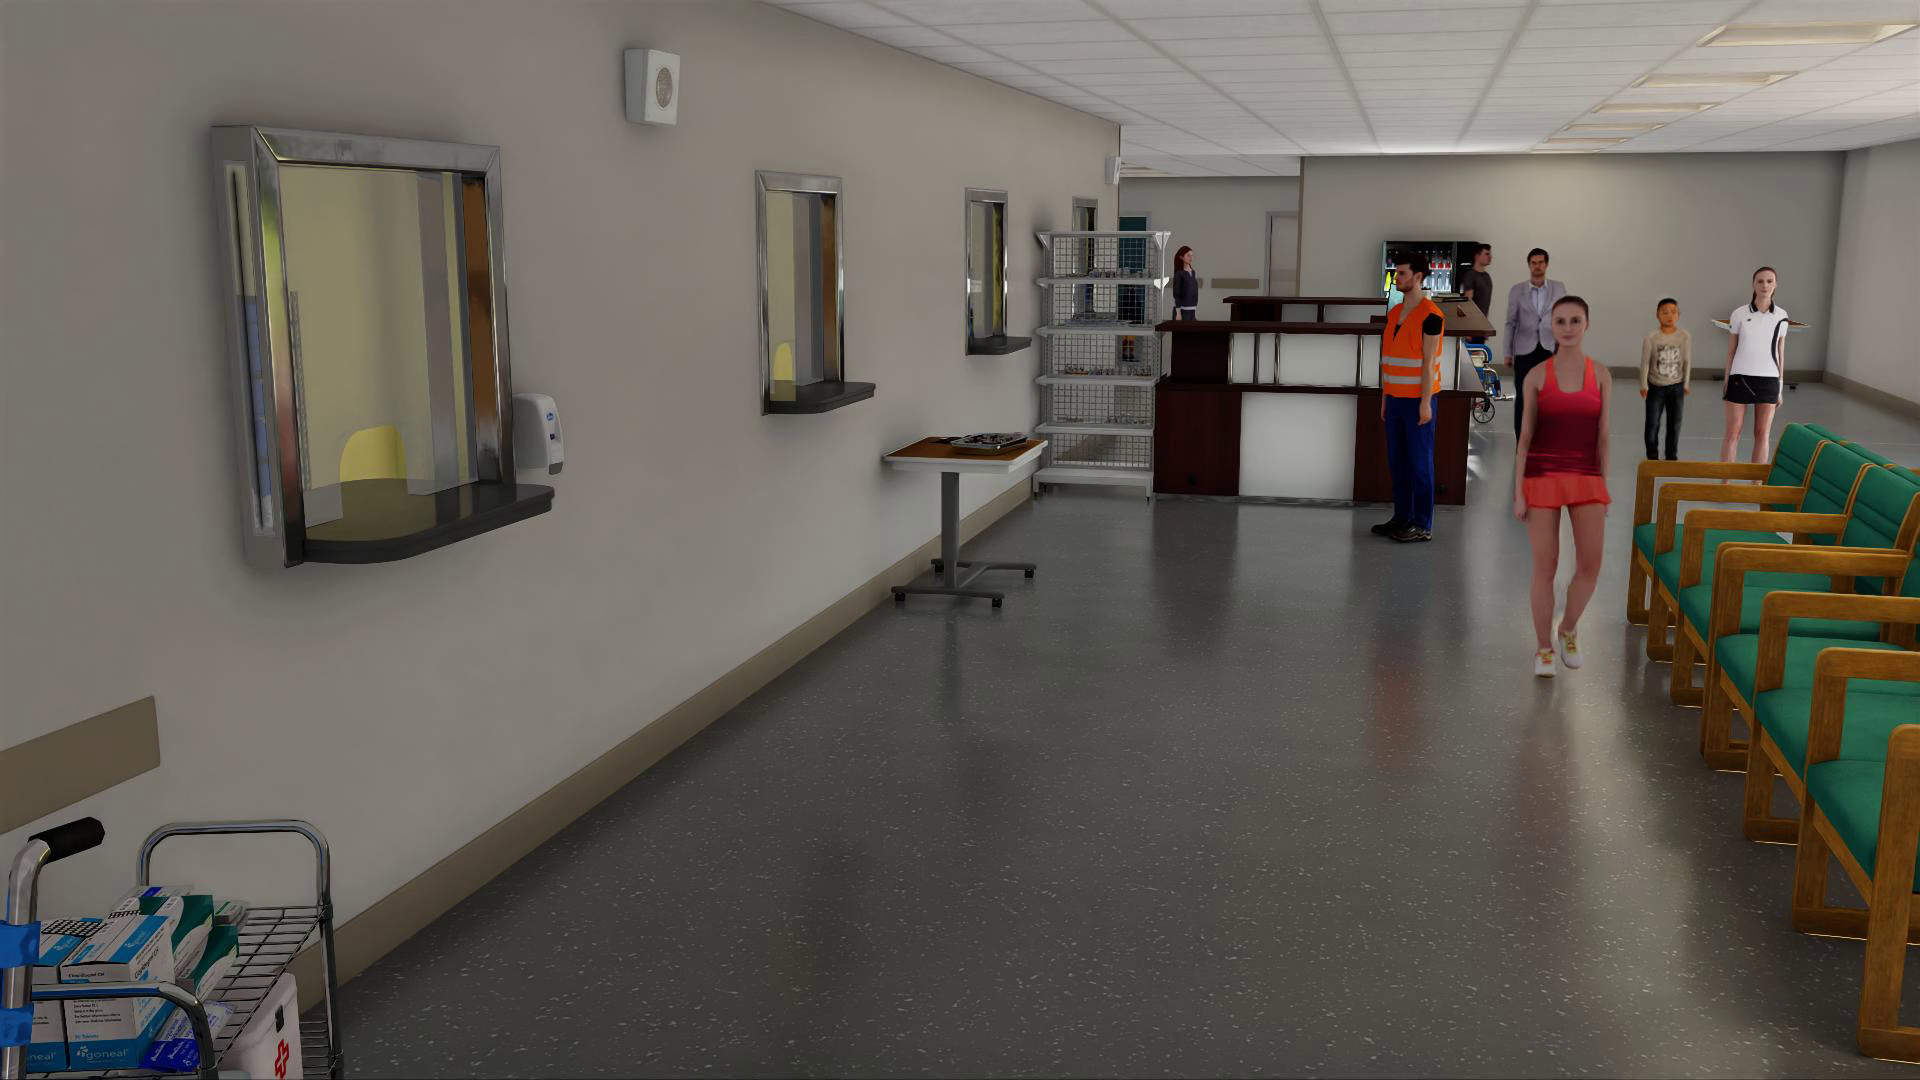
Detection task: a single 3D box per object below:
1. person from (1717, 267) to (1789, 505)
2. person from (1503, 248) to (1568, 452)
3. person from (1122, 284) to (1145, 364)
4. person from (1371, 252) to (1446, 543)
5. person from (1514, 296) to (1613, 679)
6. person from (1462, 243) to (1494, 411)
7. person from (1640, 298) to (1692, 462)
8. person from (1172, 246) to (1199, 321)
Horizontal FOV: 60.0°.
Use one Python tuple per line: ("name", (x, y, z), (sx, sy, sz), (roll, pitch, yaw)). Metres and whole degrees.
("person", (5.882, -1.143, 12.333), (0.480, 1.752, 0.611), (3, 11, 16))
("person", (5.246, -1.722, 15.159), (0.593, 1.835, 0.748), (3, 11, 16))
("person", (2.570, -3.310, 25.052), (0.673, 1.269, 0.612), (-6, 13, -31))
("person", (2.965, -0.934, 10.889), (0.820, 1.881, 0.777), (-5, 12, -23))
("person", (2.758, -0.234, 7.627), (0.545, 1.721, 0.629), (2, 11, 13))
("person", (5.735, -2.383, 18.616), (0.728, 1.847, 0.744), (-9, 14, -41))
("person", (5.908, -1.299, 13.969), (0.567, 1.448, 0.659), (1, 11, 6))
("person", (2.945, -2.964, 21.855), (0.639, 1.780, 0.645), (9, 14, 40))
